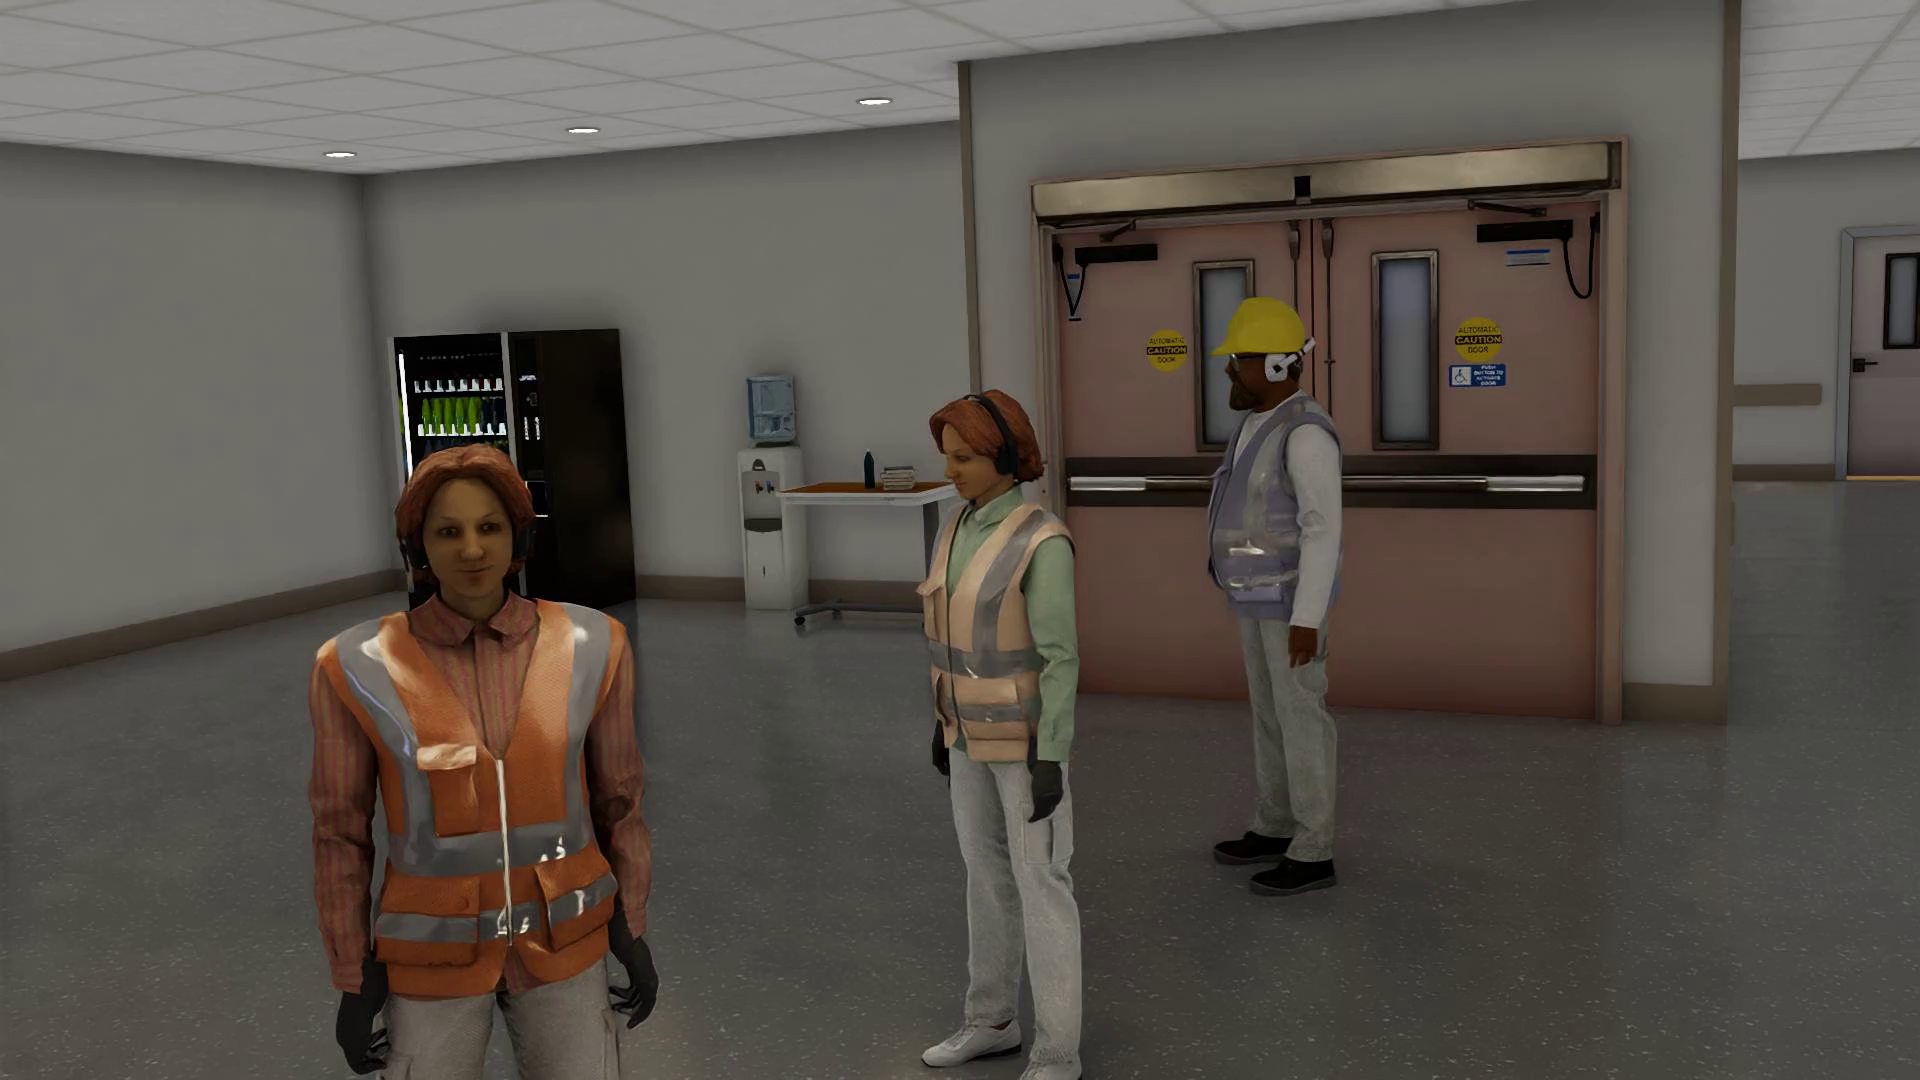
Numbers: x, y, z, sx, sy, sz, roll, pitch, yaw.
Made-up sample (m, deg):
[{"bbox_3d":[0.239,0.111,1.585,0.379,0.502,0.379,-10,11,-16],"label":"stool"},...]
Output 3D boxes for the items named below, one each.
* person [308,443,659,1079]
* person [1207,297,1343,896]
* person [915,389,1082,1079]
[{"bbox_3d":[-0.725,0.667,2.607,0.514,1.641,0.307,-6,8,-27],"label":"person"},{"bbox_3d":[0.974,0.172,5.146,0.404,1.833,0.592,-3,7,-8],"label":"person"},{"bbox_3d":[0.097,0.474,3.833,0.310,1.640,0.514,-7,9,-31],"label":"person"}]
